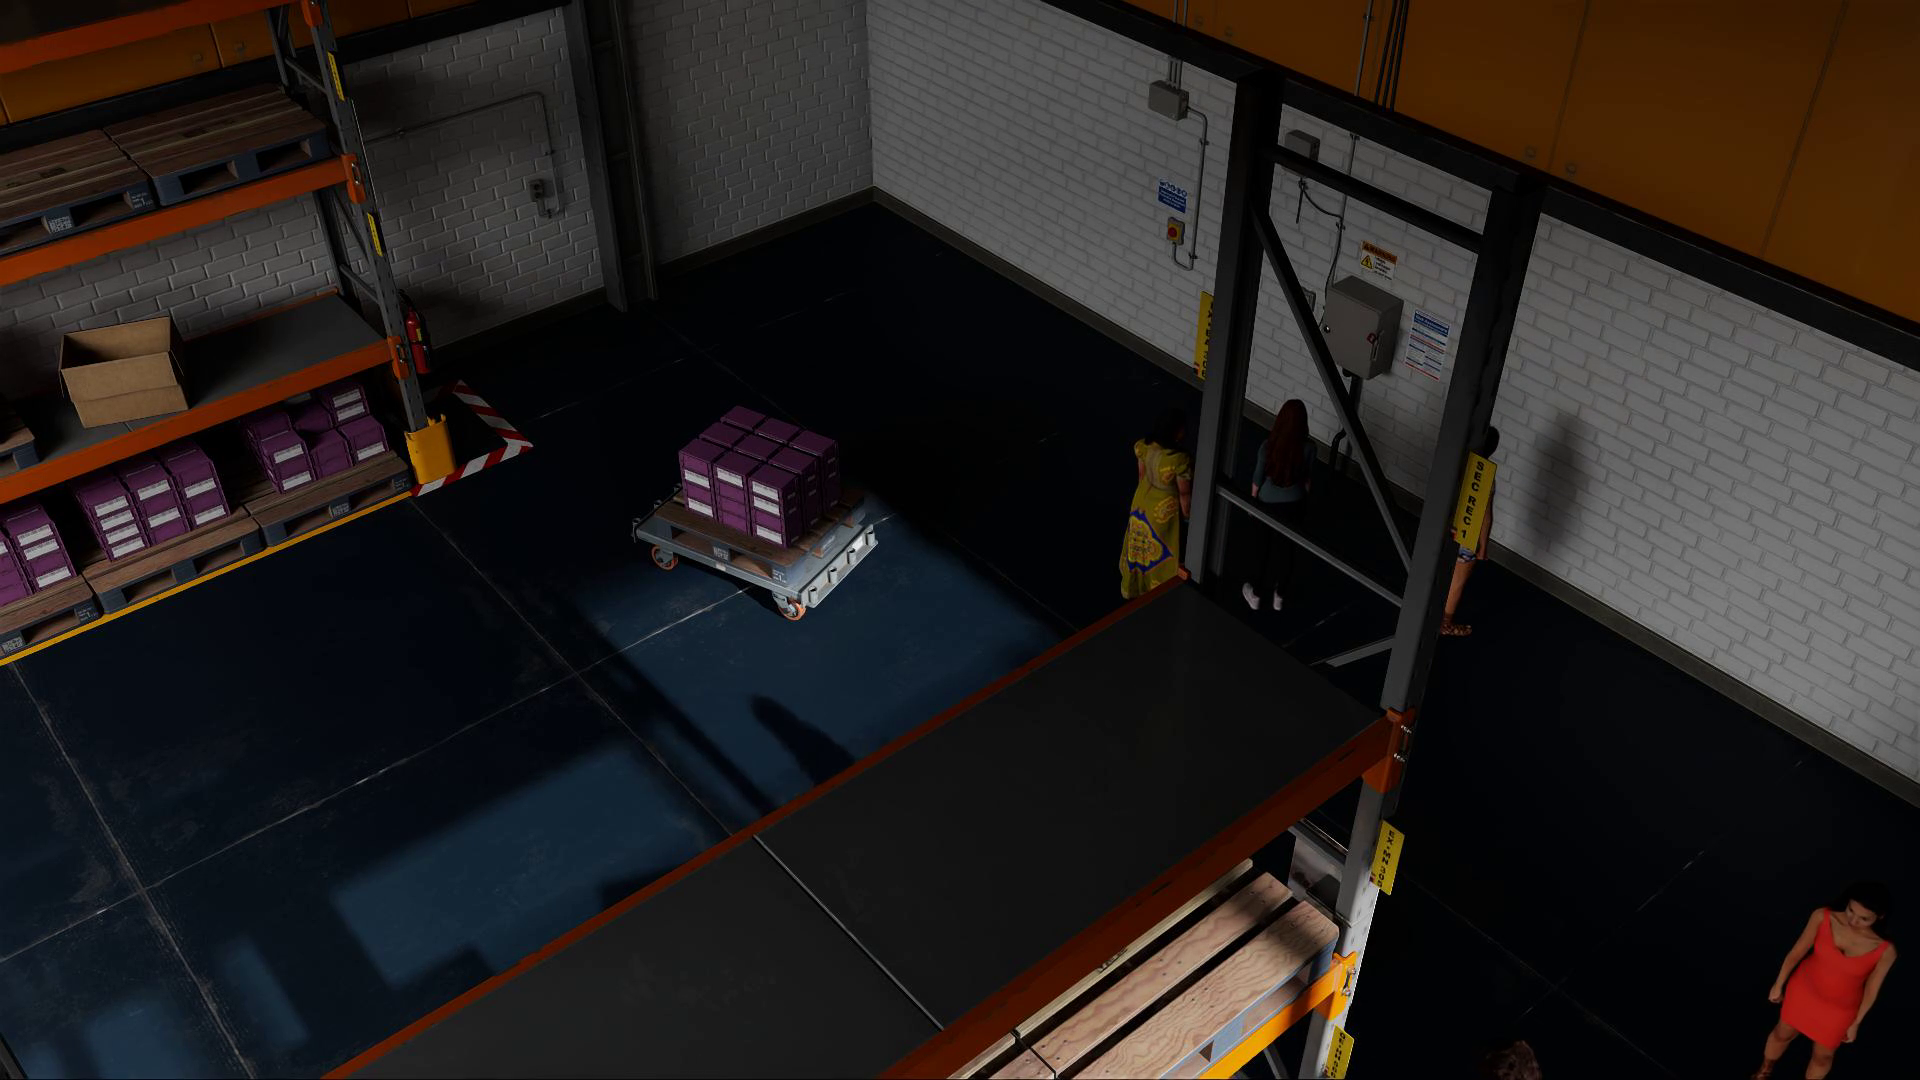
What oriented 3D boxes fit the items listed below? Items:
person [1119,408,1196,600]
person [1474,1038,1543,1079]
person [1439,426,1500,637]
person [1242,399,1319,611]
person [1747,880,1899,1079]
[{"bbox_3d":[1.434,-0.216,11.769,0.754,1.658,0.842,-29,47,-31],"label":"person"},{"bbox_3d":[2.376,2.849,7.849,0.619,1.761,0.741,-22,43,-25],"label":"person"},{"bbox_3d":[3.484,-0.073,11.530,0.631,1.733,0.663,-13,40,-16],"label":"person"},{"bbox_3d":[2.256,-0.231,11.721,0.649,1.741,0.716,2,39,2],"label":"person"},{"bbox_3d":[4.435,2.337,8.527,0.622,1.715,0.565,28,47,31],"label":"person"}]
